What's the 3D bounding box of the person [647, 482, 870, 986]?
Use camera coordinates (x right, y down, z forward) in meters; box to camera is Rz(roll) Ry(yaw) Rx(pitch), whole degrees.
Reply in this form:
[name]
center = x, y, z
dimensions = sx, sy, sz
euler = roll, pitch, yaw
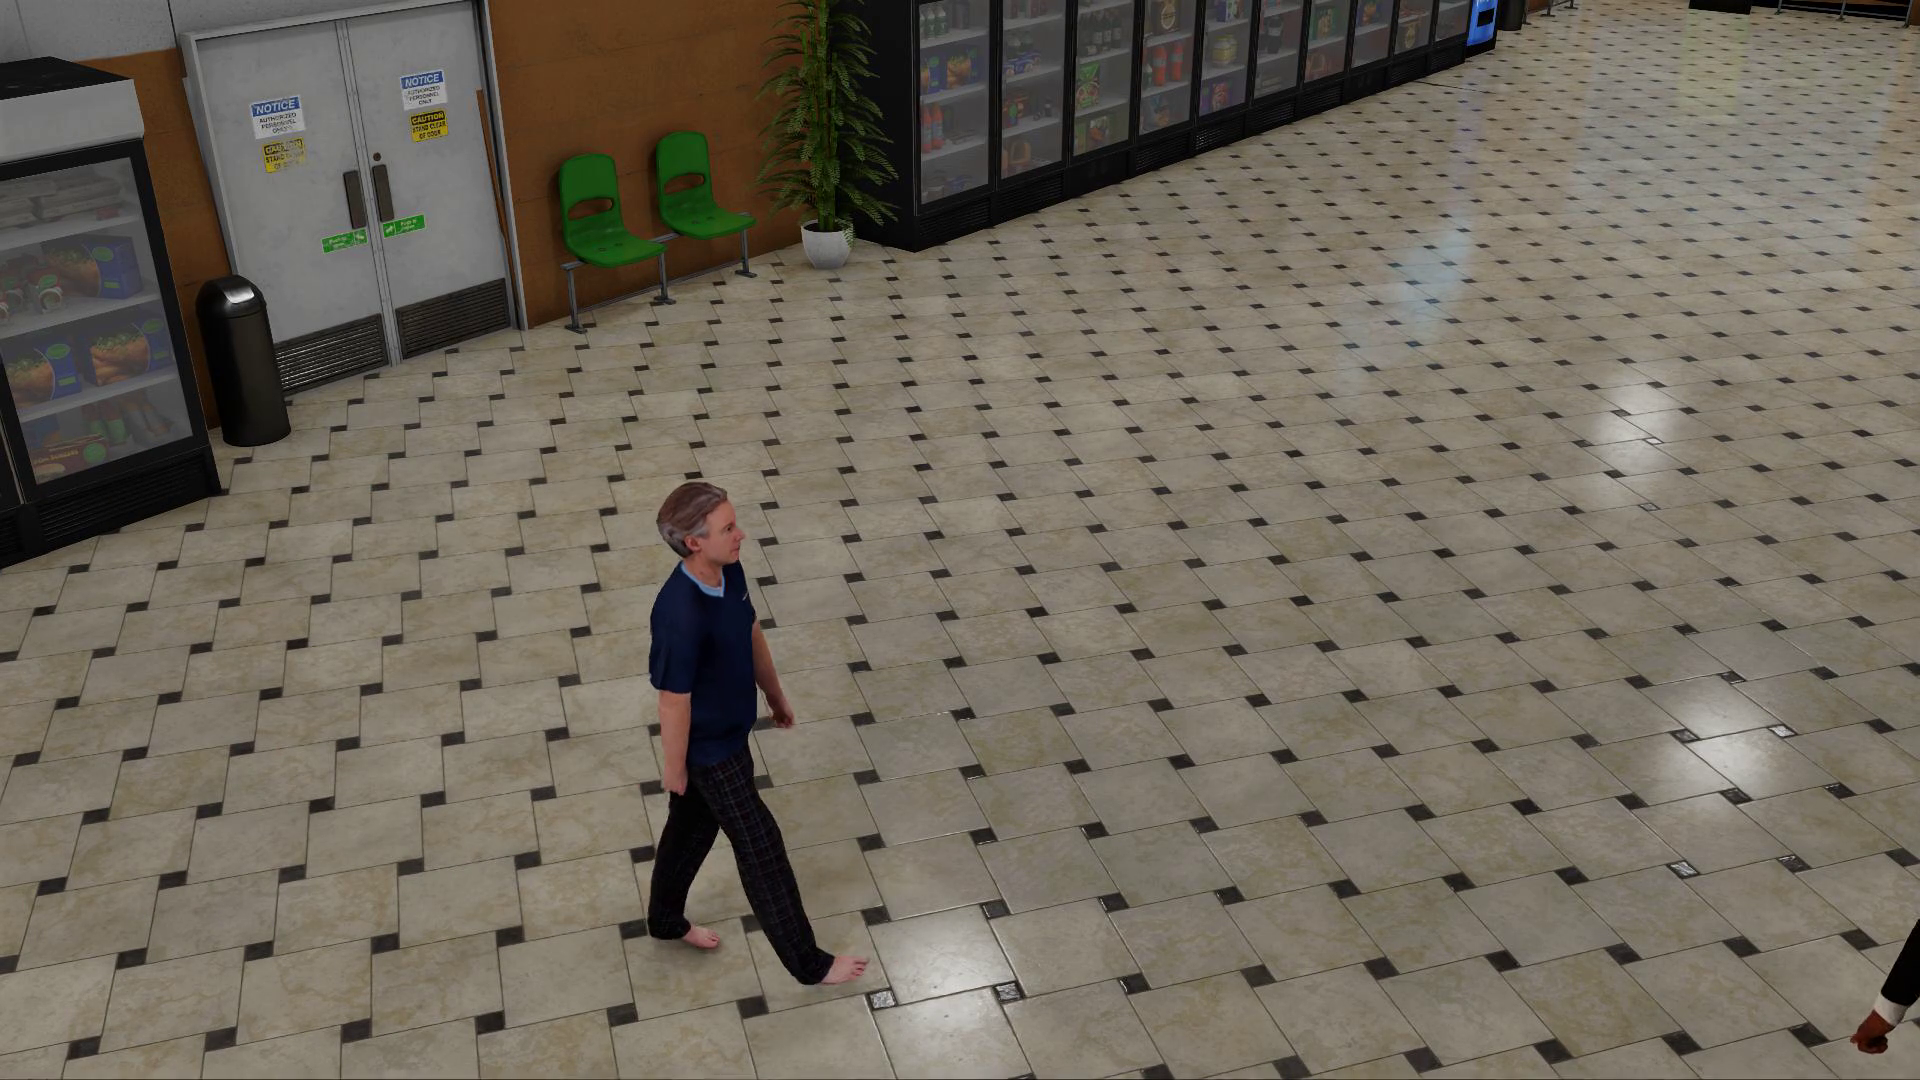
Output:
[person]
center = -0.906, 0.665, 5.520
dimensions = 1.185, 1.836, 1.027
euler = 4, 27, 7
